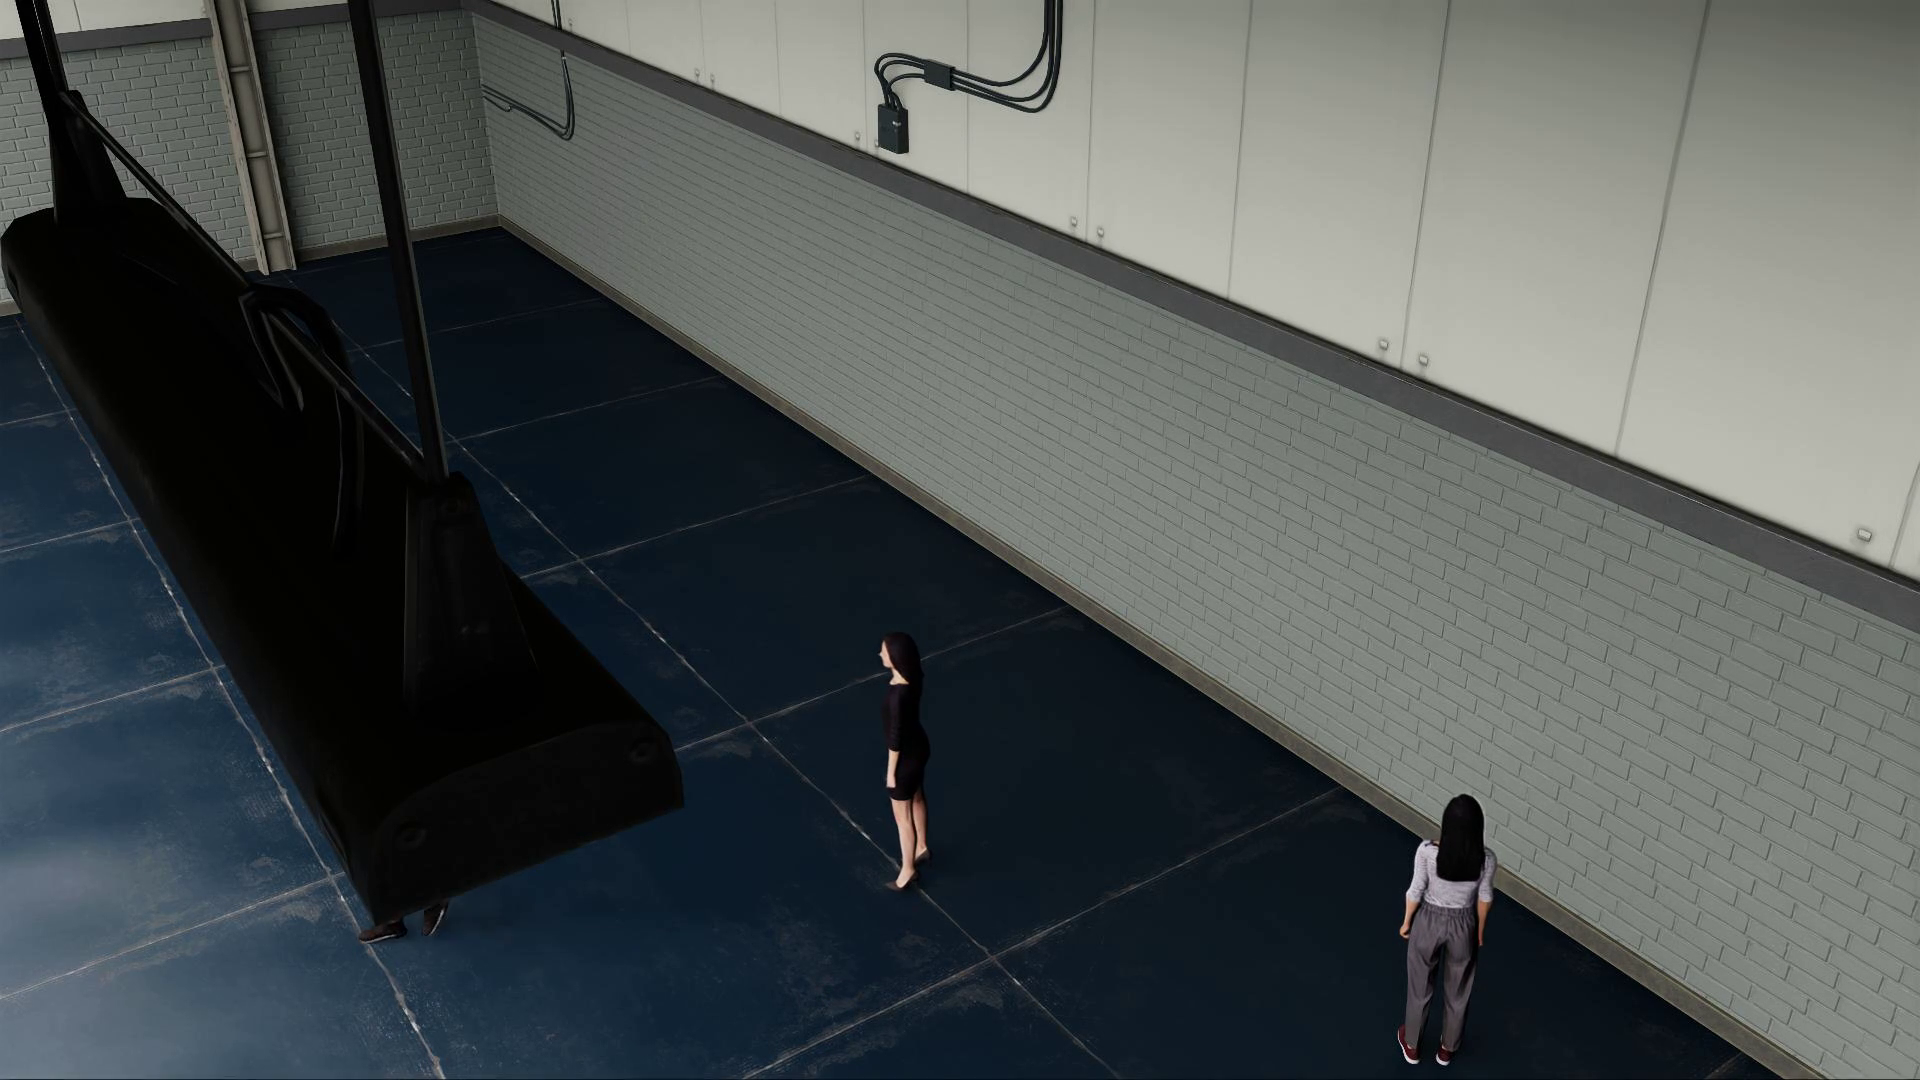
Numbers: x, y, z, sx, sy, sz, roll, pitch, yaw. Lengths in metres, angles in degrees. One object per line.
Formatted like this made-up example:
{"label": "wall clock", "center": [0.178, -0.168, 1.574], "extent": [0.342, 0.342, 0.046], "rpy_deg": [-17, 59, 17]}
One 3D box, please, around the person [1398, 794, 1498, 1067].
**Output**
{"label": "person", "center": [2.567, 2.071, 8.804], "extent": [0.673, 1.733, 0.727], "rpy_deg": [5, 29, 10]}

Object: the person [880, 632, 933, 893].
{"label": "person", "center": [-0.319, 1.342, 10.098], "extent": [0.716, 1.804, 0.629], "rpy_deg": [8, 29, 15]}
